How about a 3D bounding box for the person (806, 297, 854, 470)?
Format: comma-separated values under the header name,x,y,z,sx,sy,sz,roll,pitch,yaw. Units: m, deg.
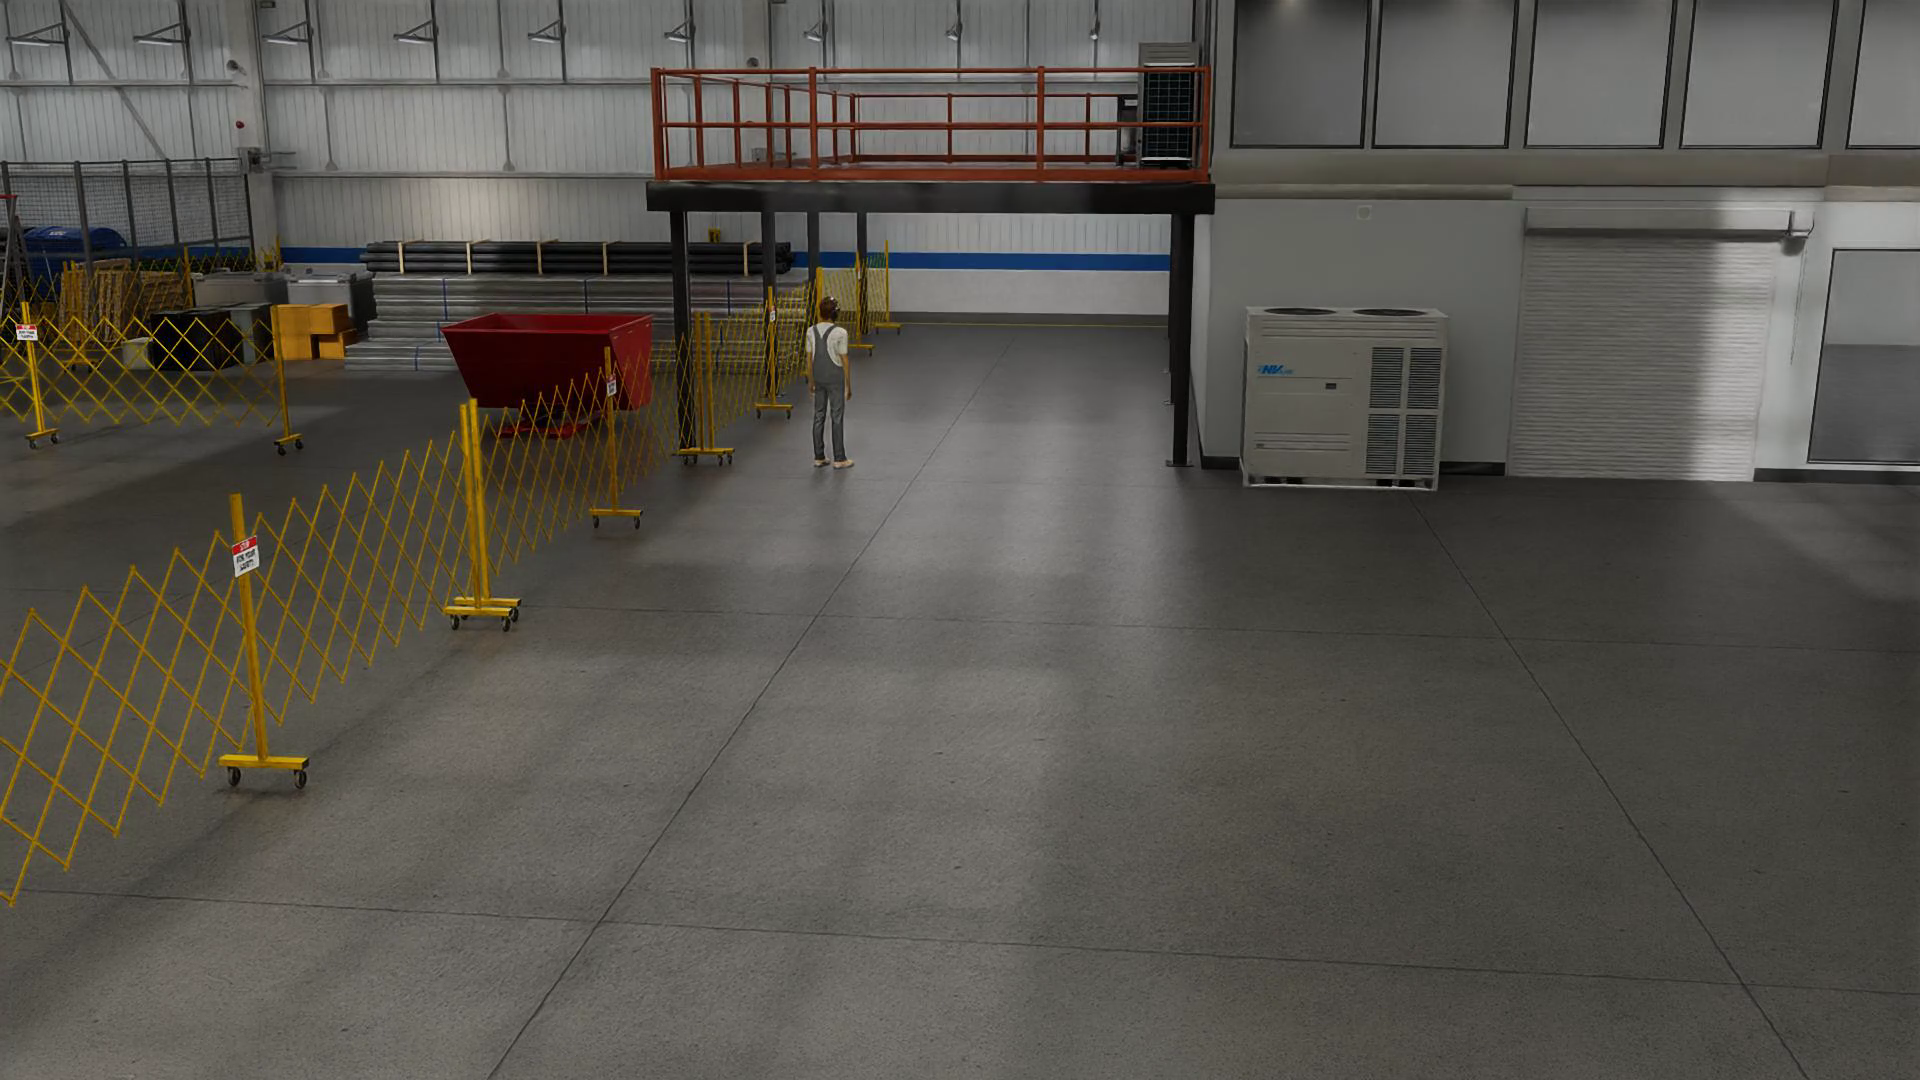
name,x,y,z,sx,sy,sz,roll,pitch,yaw
person,-1.397,-1.676,17.798,0.517,1.843,0.326,7,15,25
